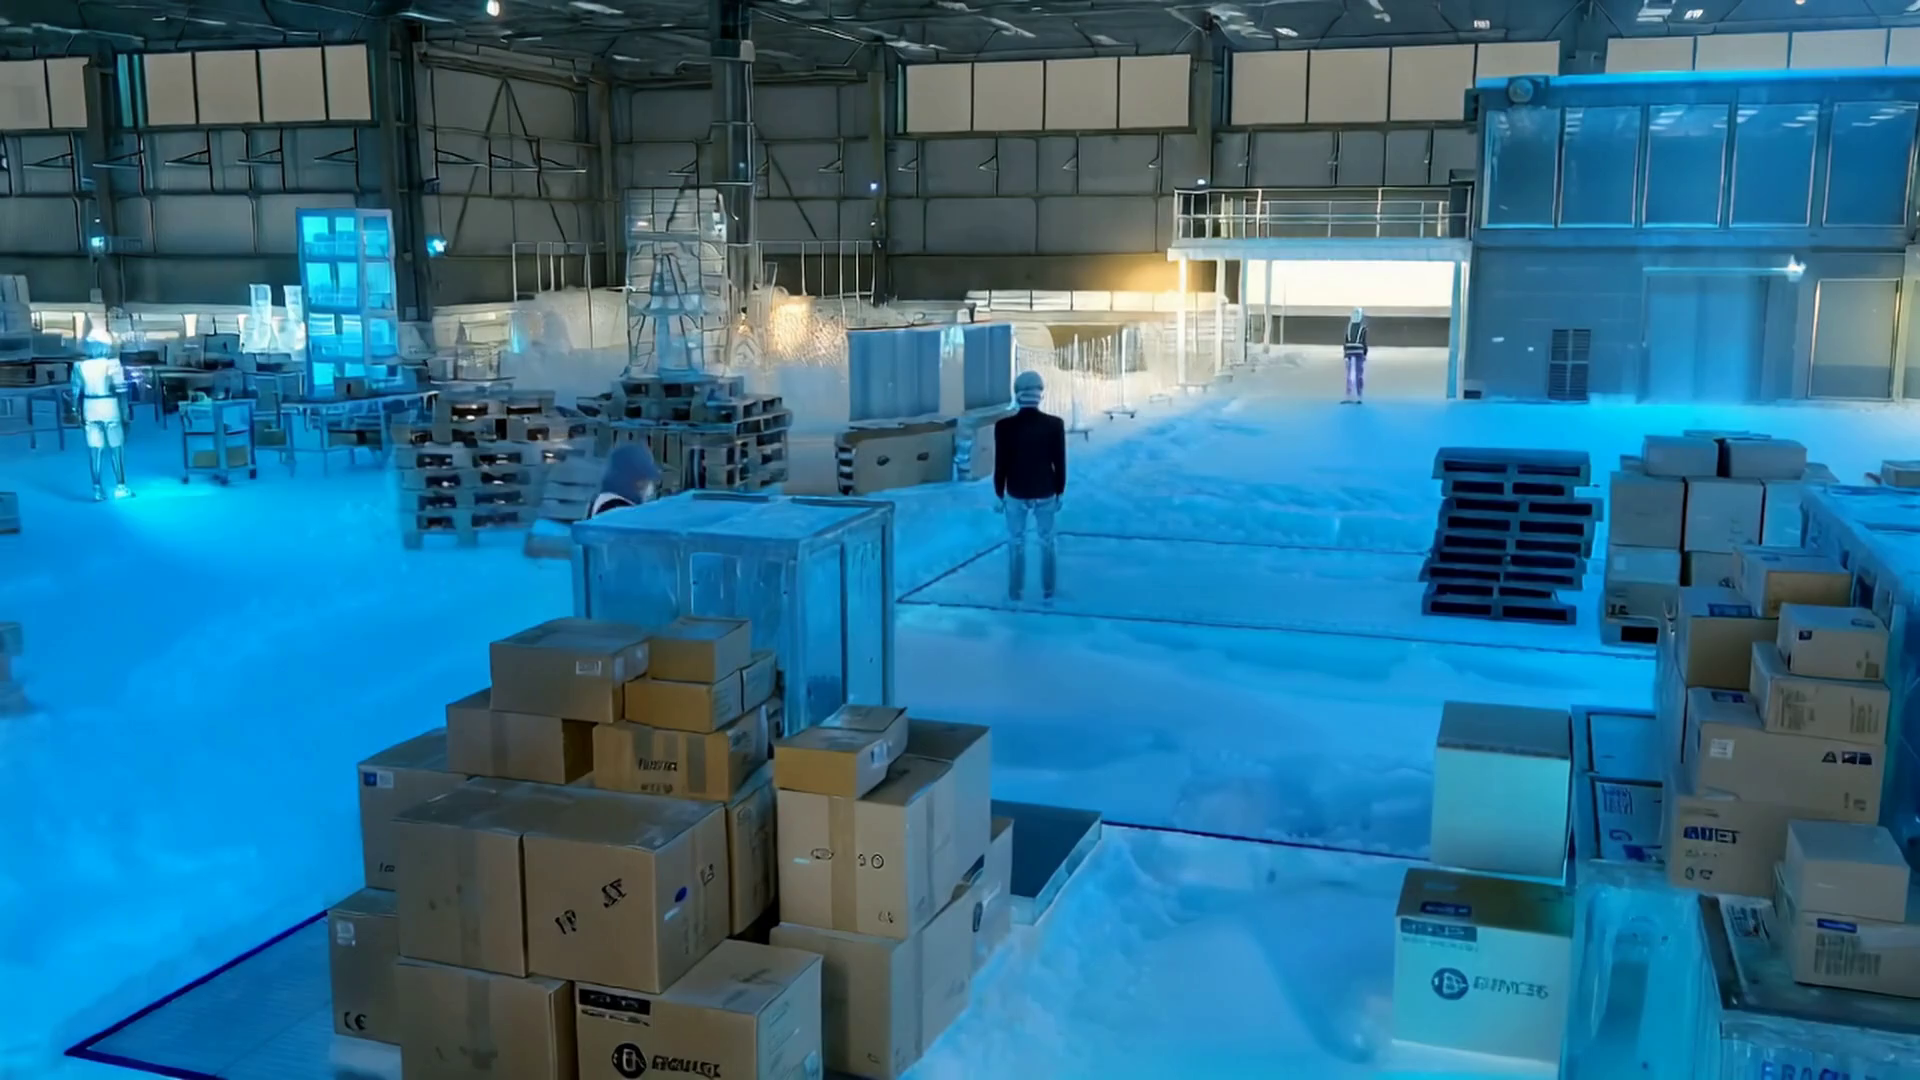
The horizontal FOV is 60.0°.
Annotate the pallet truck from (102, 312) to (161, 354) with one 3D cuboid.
[{"bbox_3d":[-23.057,-5.777,46.261,0.680,1.201,1.601,3,11,19],"label":"pallet truck"}]

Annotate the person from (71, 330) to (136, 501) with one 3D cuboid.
[{"bbox_3d":[-10.160,-1.470,19.742,0.605,2.034,0.388,-1,10,-3],"label":"person"}]

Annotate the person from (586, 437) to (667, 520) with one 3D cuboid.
[{"bbox_3d":[-1.903,0.405,9.157,0.763,2.000,0.698,-5,11,-27],"label":"person"}]

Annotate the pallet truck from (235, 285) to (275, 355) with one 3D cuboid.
[{"bbox_3d":[-18.327,-5.835,44.421,0.823,1.965,1.885,4,11,23],"label":"pallet truck"}]

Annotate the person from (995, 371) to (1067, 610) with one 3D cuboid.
[{"bbox_3d":[0.583,-0.403,13.836,0.609,1.995,0.376,-2,10,-10],"label":"person"}]

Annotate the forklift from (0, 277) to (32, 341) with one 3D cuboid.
[{"bbox_3d":[-27.151,-6.329,46.328,1.157,1.987,2.680,3,11,17],"label":"forklift"}]

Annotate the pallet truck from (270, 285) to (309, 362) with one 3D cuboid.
[{"bbox_3d":[-17.147,-5.700,43.663,0.823,1.965,1.885,3,11,17],"label":"pallet truck"}]

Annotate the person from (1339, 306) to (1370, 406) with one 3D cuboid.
[{"bbox_3d":[7.469,-3.479,31.471,0.341,1.882,0.586,-7,12,-35],"label":"person"}]

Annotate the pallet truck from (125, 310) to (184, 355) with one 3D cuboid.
[{"bbox_3d":[-22.038,-5.665,45.457,0.704,1.261,1.522,3,11,17],"label":"pallet truck"}]

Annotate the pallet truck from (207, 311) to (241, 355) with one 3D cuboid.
[{"bbox_3d":[-19.537,-5.575,44.913,0.653,1.274,1.630,3,11,19],"label":"pallet truck"}]
